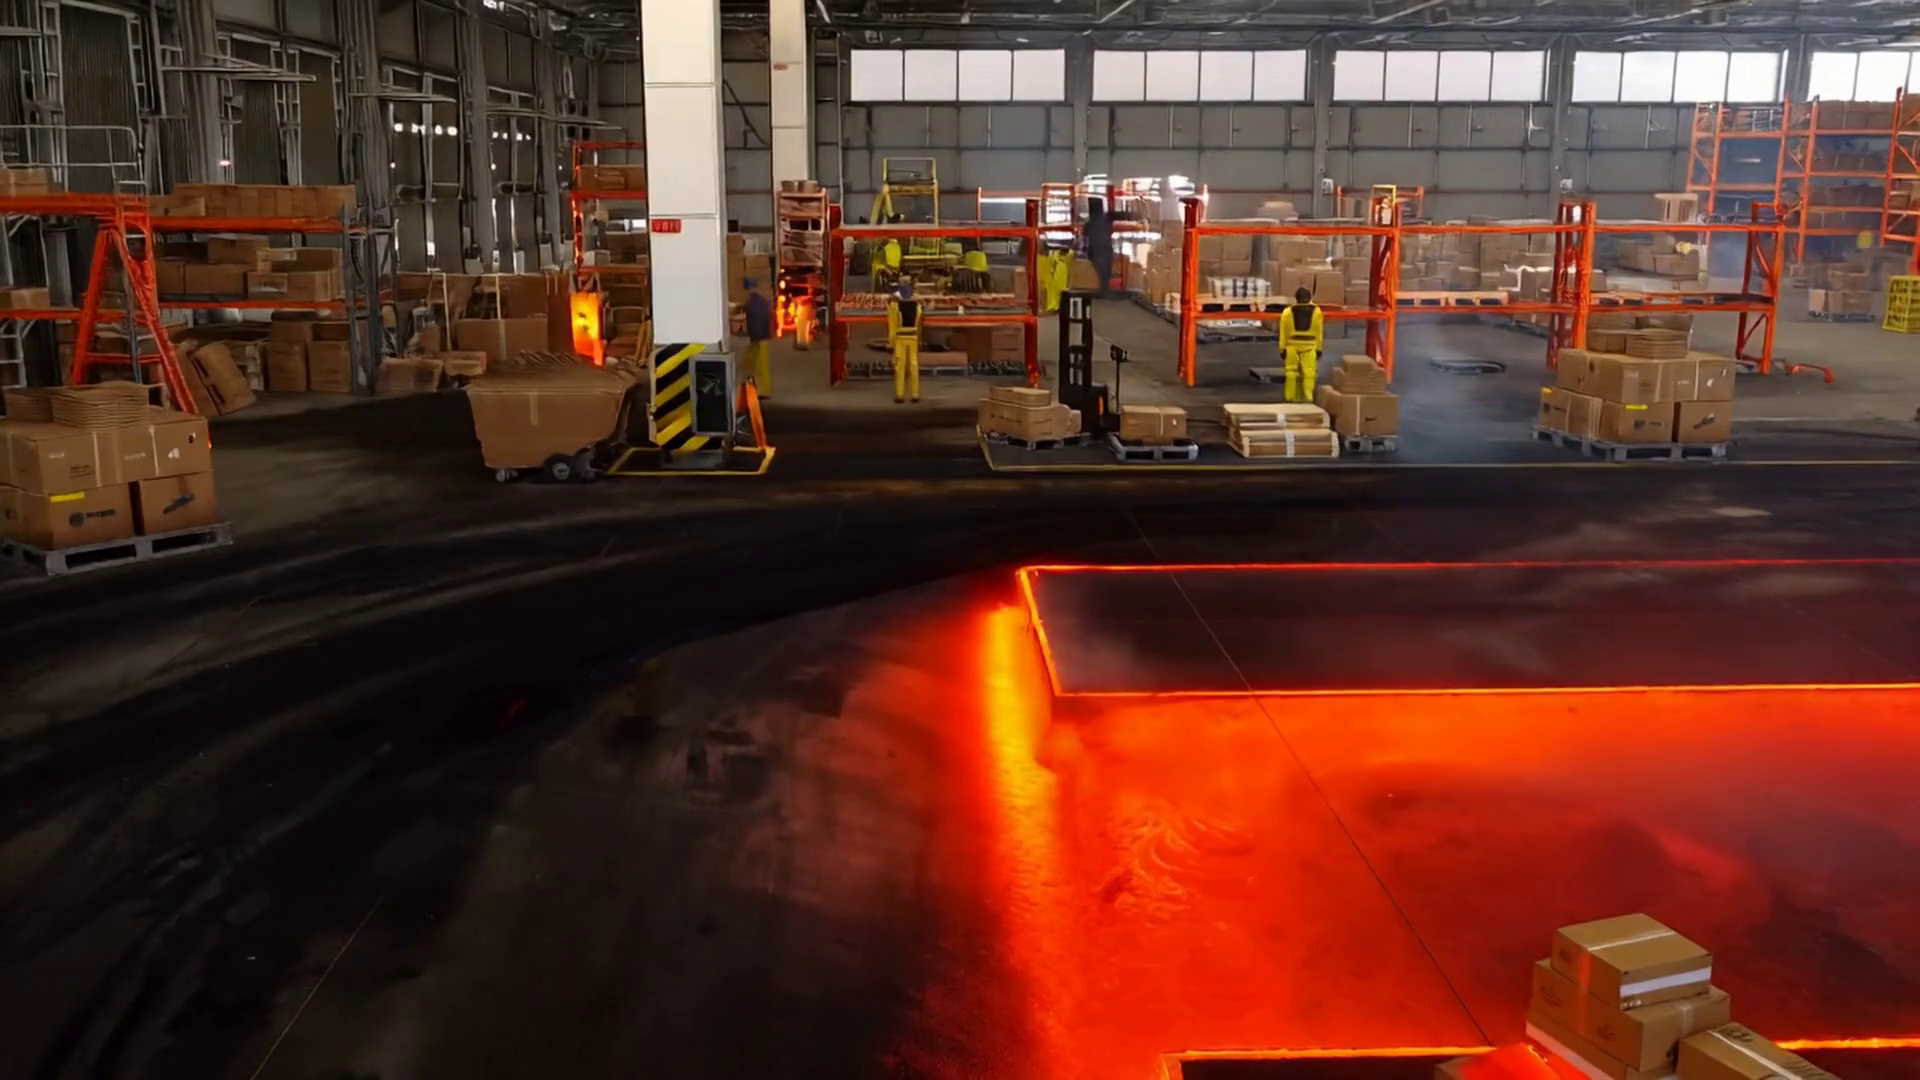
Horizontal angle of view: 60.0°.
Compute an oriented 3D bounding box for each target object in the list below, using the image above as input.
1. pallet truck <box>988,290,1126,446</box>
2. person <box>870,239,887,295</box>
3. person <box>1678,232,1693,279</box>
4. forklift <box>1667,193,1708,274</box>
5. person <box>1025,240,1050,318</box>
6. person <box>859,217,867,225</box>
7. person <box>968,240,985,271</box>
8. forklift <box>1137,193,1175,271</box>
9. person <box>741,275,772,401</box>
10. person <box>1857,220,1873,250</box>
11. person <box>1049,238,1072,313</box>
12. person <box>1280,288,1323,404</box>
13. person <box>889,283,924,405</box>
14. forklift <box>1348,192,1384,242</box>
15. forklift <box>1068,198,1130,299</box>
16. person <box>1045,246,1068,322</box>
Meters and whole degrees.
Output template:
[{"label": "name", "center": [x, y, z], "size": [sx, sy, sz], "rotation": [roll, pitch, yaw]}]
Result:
[{"label": "pallet truck", "center": [1.257, -2.299, 22.111], "size": [1.885, 1.965, 0.823], "rotation": [-9, 15, -35]}, {"label": "person", "center": [-2.362, -7.908, 48.258], "size": [0.526, 1.636, 0.309], "rotation": [1, 13, 7]}, {"label": "person", "center": [20.536, -7.823, 47.353], "size": [0.600, 1.868, 1.007], "rotation": [-9, 15, -35]}, {"label": "forklift", "center": [24.784, -10.478, 57.027], "size": [1.129, 2.768, 1.873], "rotation": [0, 12, -2]}, {"label": "person", "center": [1.914, -6.400, 40.799], "size": [0.647, 1.919, 0.454], "rotation": [-2, 13, -11]}, {"label": "person", "center": [-3.460, -10.896, 61.115], "size": [0.549, 1.914, 0.569], "rotation": [-3, 13, -15]}, {"label": "person", "center": [0.461, -7.333, 45.495], "size": [0.503, 1.697, 0.870], "rotation": [-3, 13, -15]}, {"label": "forklift", "center": [7.094, -10.497, 57.113], "size": [1.873, 2.768, 1.129], "rotation": [-1, 13, -5]}, {"label": "person", "center": [-3.186, -3.154, 26.019], "size": [0.504, 1.970, 0.644], "rotation": [-10, 16, -38]}, {"label": "person", "center": [29.910, -9.614, 55.187], "size": [0.581, 1.973, 0.634], "rotation": [0, 12, 0]}, {"label": "person", "center": [2.566, -6.742, 42.463], "size": [0.656, 1.879, 1.036], "rotation": [-4, 13, -17]}, {"label": "person", "center": [5.122, -2.864, 25.030], "size": [0.623, 1.838, 0.430], "rotation": [1, 13, 6]}, {"label": "person", "center": [-0.820, -3.019, 25.635], "size": [0.578, 1.879, 0.350], "rotation": [-5, 14, -23]}, {"label": "forklift", "center": [14.687, -11.098, 59.826], "size": [1.129, 2.768, 1.873], "rotation": [0, 12, -2]}, {"label": "forklift", "center": [3.795, -8.210, 46.791], "size": [1.873, 2.768, 1.129], "rotation": [0, 12, -2]}, {"label": "person", "center": [2.321, -6.132, 39.836], "size": [0.535, 1.814, 0.572], "rotation": [-9, 15, -35]}]
